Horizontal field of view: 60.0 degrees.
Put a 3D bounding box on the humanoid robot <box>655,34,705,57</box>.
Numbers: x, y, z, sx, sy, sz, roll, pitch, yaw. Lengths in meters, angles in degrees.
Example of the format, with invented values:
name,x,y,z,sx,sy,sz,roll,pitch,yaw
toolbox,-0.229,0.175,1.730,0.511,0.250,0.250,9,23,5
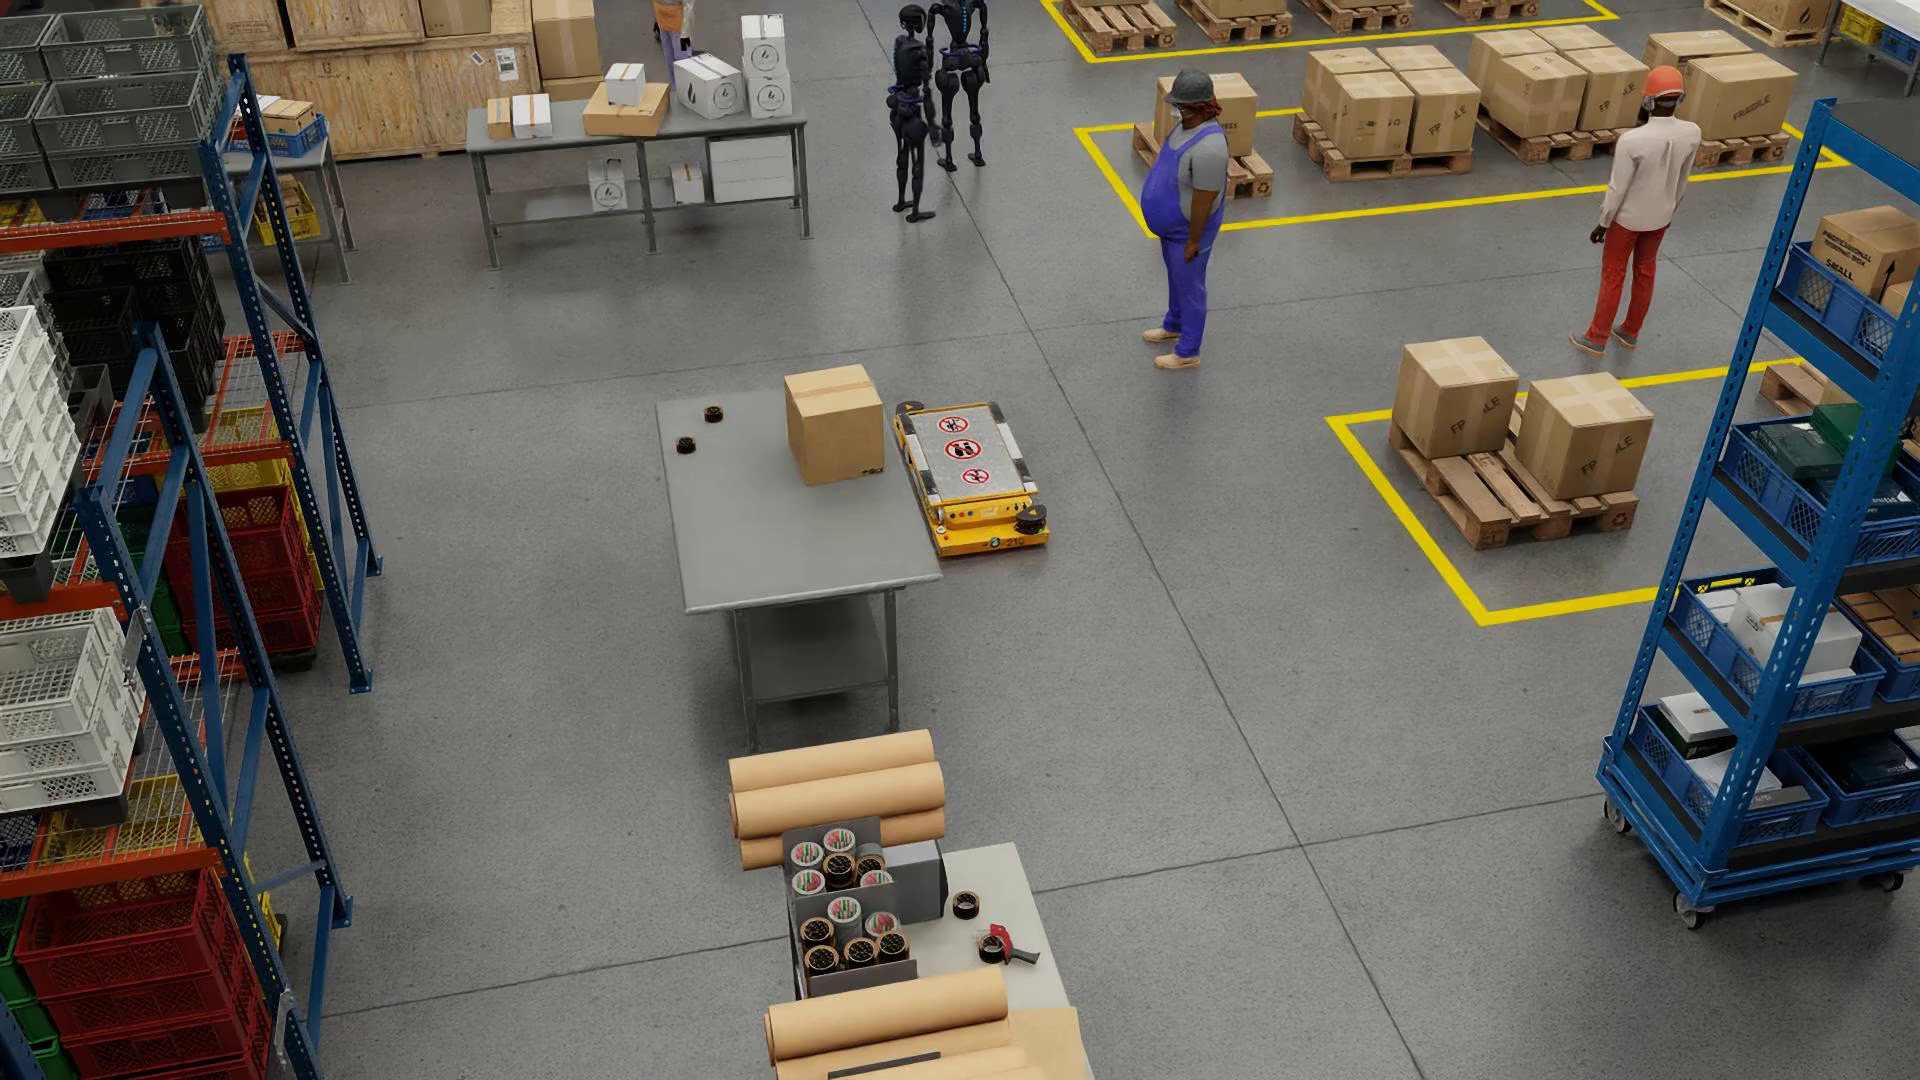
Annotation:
name,x,y,z,sx,sy,sz,roll,pitch,yaw
humanoid robot,-2.720,-5.378,15.643,0.757,1.628,0.555,23,43,28

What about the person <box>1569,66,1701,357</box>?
name,x,y,z,sx,sy,sz,roll,pitch,yaw
person,4.472,-2.151,11.009,0.609,1.984,0.396,-10,38,-13

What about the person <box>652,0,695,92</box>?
name,x,y,z,sx,sy,sz,roll,pitch,yaw
person,-2.431,-4.389,14.061,0.355,1.930,0.589,-23,42,-27

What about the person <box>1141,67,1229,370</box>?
name,x,y,z,sx,sy,sz,roll,pitch,yaw
person,1.445,-2.115,10.914,0.536,2.000,0.677,-4,37,-5

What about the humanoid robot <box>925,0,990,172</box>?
name,x,y,z,sx,sy,sz,roll,pitch,yaw
humanoid robot,-0.010,-3.849,13.546,0.584,1.649,0.340,-13,39,-17

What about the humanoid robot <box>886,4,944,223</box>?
name,x,y,z,sx,sy,sz,roll,pitch,yaw
humanoid robot,-0.356,-3.279,12.784,0.340,1.656,0.587,-16,39,-20

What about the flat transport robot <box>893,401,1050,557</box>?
name,x,y,z,sx,sy,sz,roll,pitch,yaw
flat transport robot,0.046,-0.430,10.108,0.652,0.197,1.431,-8,37,-10

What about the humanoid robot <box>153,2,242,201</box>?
name,x,y,z,sx,sy,sz,roll,pitch,yaw
humanoid robot,-5.894,-3.355,12.886,0.410,1.648,0.634,-15,39,-19

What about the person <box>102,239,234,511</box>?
name,x,y,z,sx,sy,sz,roll,pitch,yaw
person,-4.609,-0.934,9.492,0.700,1.835,0.597,-7,37,-9
